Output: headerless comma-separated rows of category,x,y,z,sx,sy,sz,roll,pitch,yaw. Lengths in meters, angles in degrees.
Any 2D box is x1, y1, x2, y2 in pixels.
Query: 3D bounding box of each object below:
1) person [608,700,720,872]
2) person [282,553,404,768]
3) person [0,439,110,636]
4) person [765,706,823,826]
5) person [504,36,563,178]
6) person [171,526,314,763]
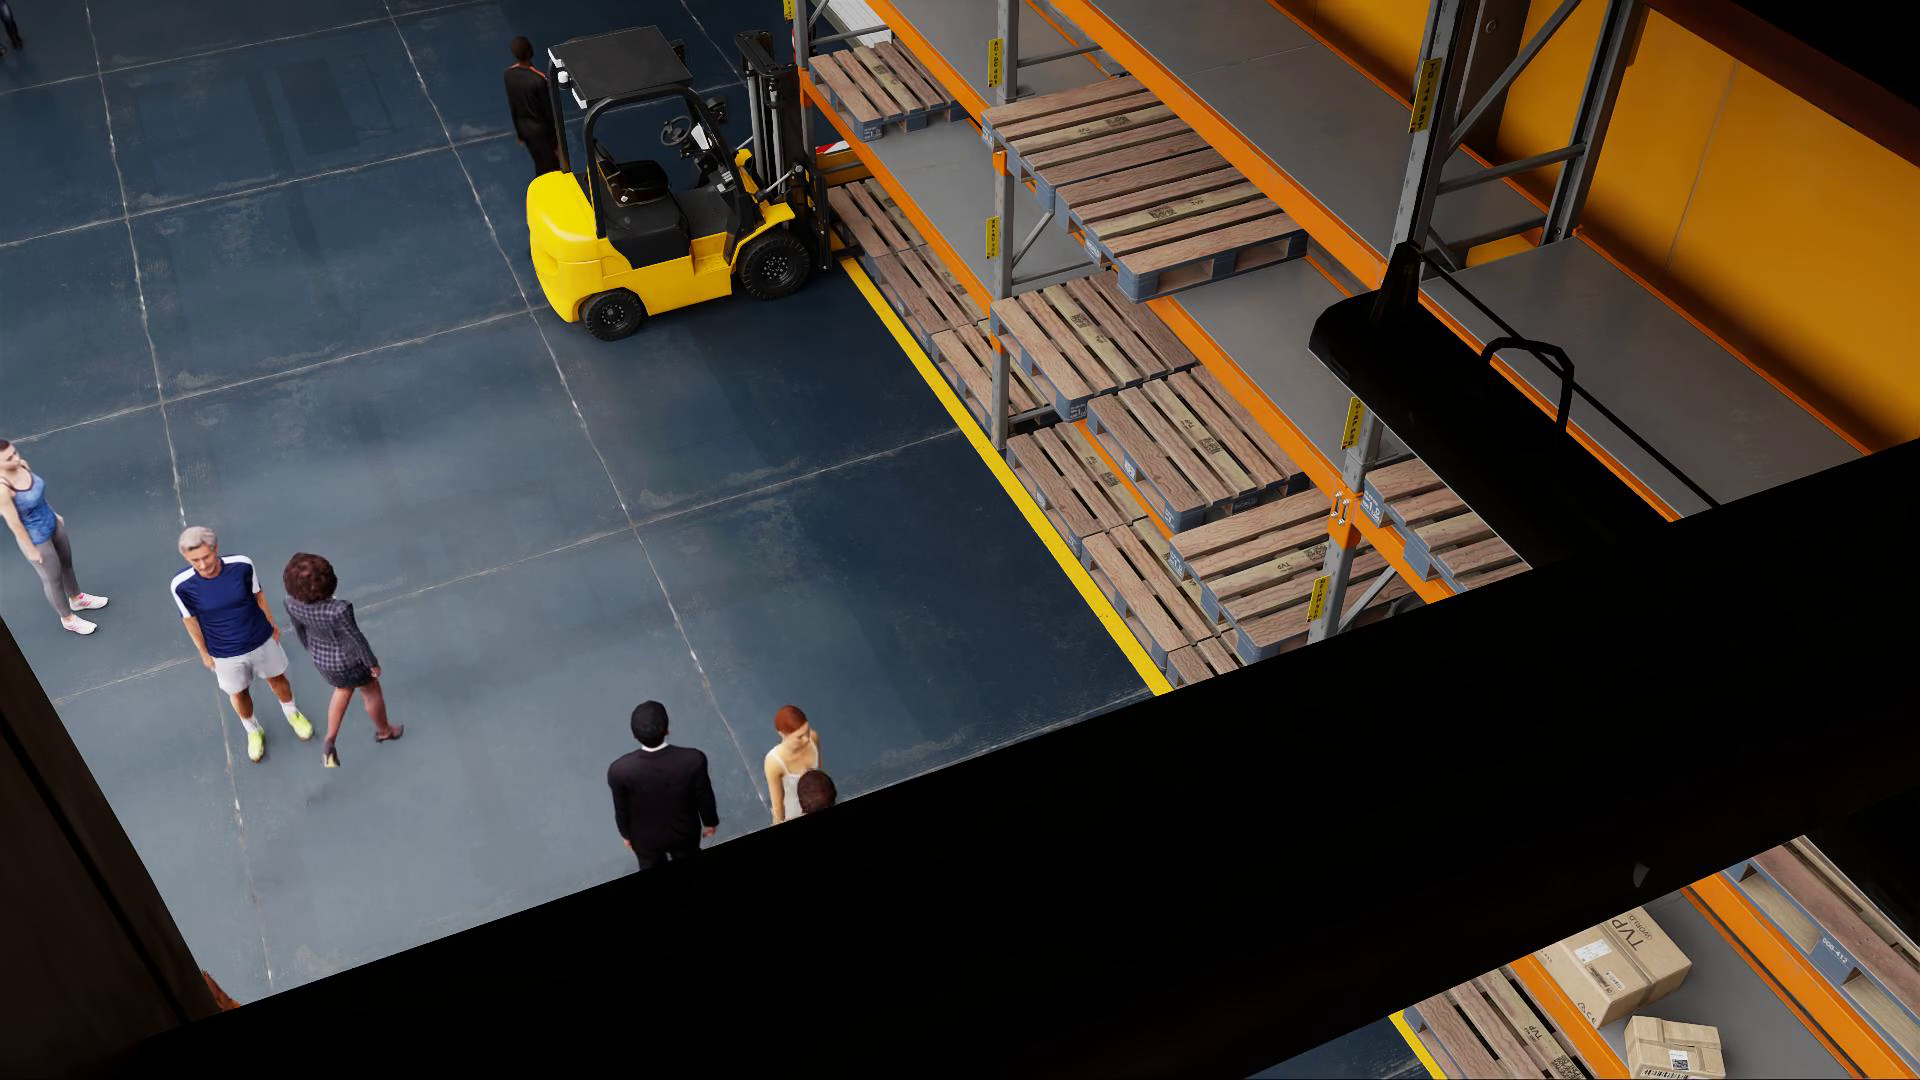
person,-1.615,1.585,9.160,0.736,1.880,0.638,-10,45,-11
person,-3.822,0.788,10.139,0.908,1.683,0.967,16,46,16
person,-6.122,-0.050,11.073,0.701,1.609,0.584,-1,44,-1
person,-0.962,1.480,9.449,0.762,1.634,0.684,34,53,31
person,-3.741,-3.524,14.583,0.977,1.797,1.026,15,46,16
person,-4.438,0.599,10.225,0.664,1.839,0.600,-25,49,-24
